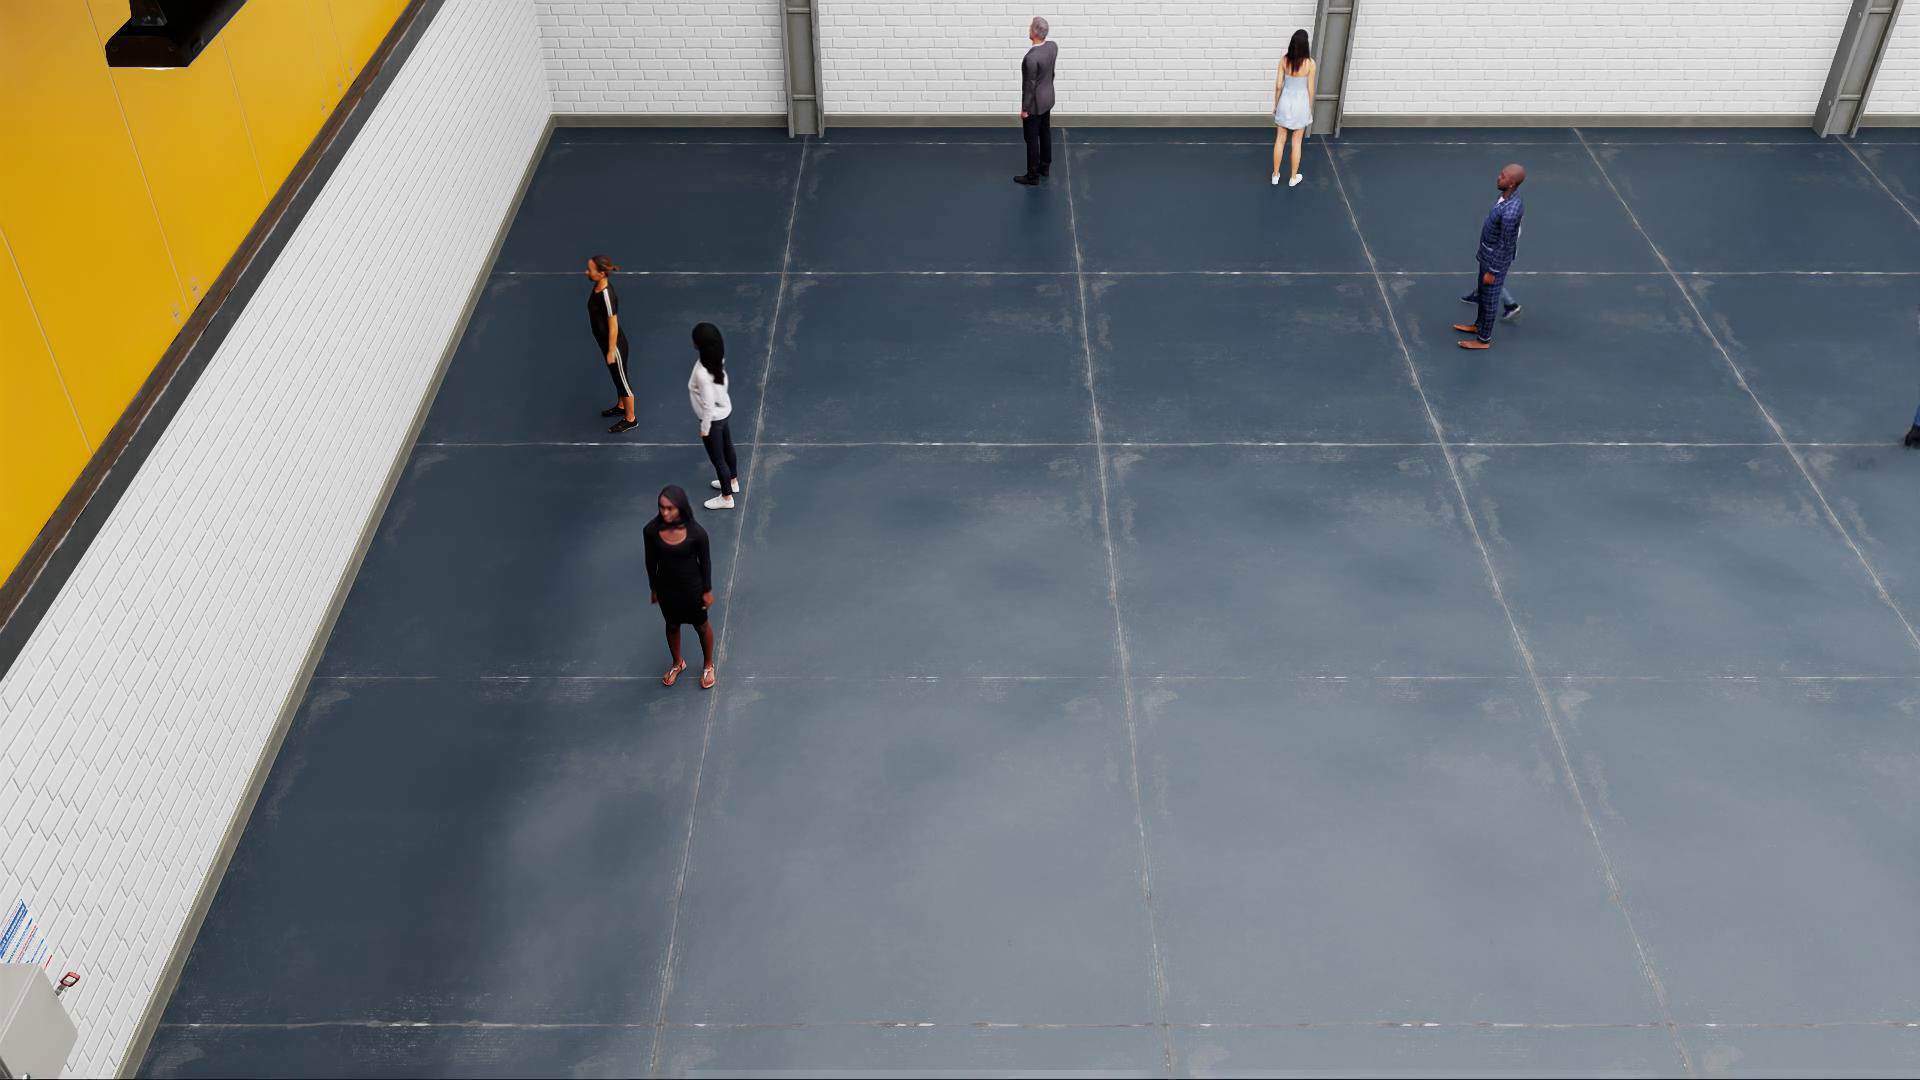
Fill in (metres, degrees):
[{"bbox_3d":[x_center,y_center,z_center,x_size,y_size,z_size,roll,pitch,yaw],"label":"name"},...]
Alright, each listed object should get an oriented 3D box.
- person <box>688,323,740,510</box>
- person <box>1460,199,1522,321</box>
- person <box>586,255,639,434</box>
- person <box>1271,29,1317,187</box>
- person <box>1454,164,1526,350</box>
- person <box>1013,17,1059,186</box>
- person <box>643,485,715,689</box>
[{"bbox_3d":[-1.966,-1.006,13.364,0.580,1.700,0.637,5,39,6],"label":"person"},{"bbox_3d":[5.169,-2.699,15.853,0.893,1.238,0.747,23,44,26],"label":"person"},{"bbox_3d":[-2.988,-1.707,14.267,0.640,1.669,0.651,-14,41,-17],"label":"person"},{"bbox_3d":[3.578,-4.656,17.911,0.586,1.729,0.718,14,41,17],"label":"person"},{"bbox_3d":[4.923,-2.617,15.285,0.637,1.819,0.683,5,39,6],"label":"person"},{"bbox_3d":[0.831,-4.749,17.938,0.808,1.840,0.810,22,43,25],"label":"person"},{"bbox_3d":[-1.948,0.335,11.669,0.479,1.720,0.698,5,39,6],"label":"person"}]
